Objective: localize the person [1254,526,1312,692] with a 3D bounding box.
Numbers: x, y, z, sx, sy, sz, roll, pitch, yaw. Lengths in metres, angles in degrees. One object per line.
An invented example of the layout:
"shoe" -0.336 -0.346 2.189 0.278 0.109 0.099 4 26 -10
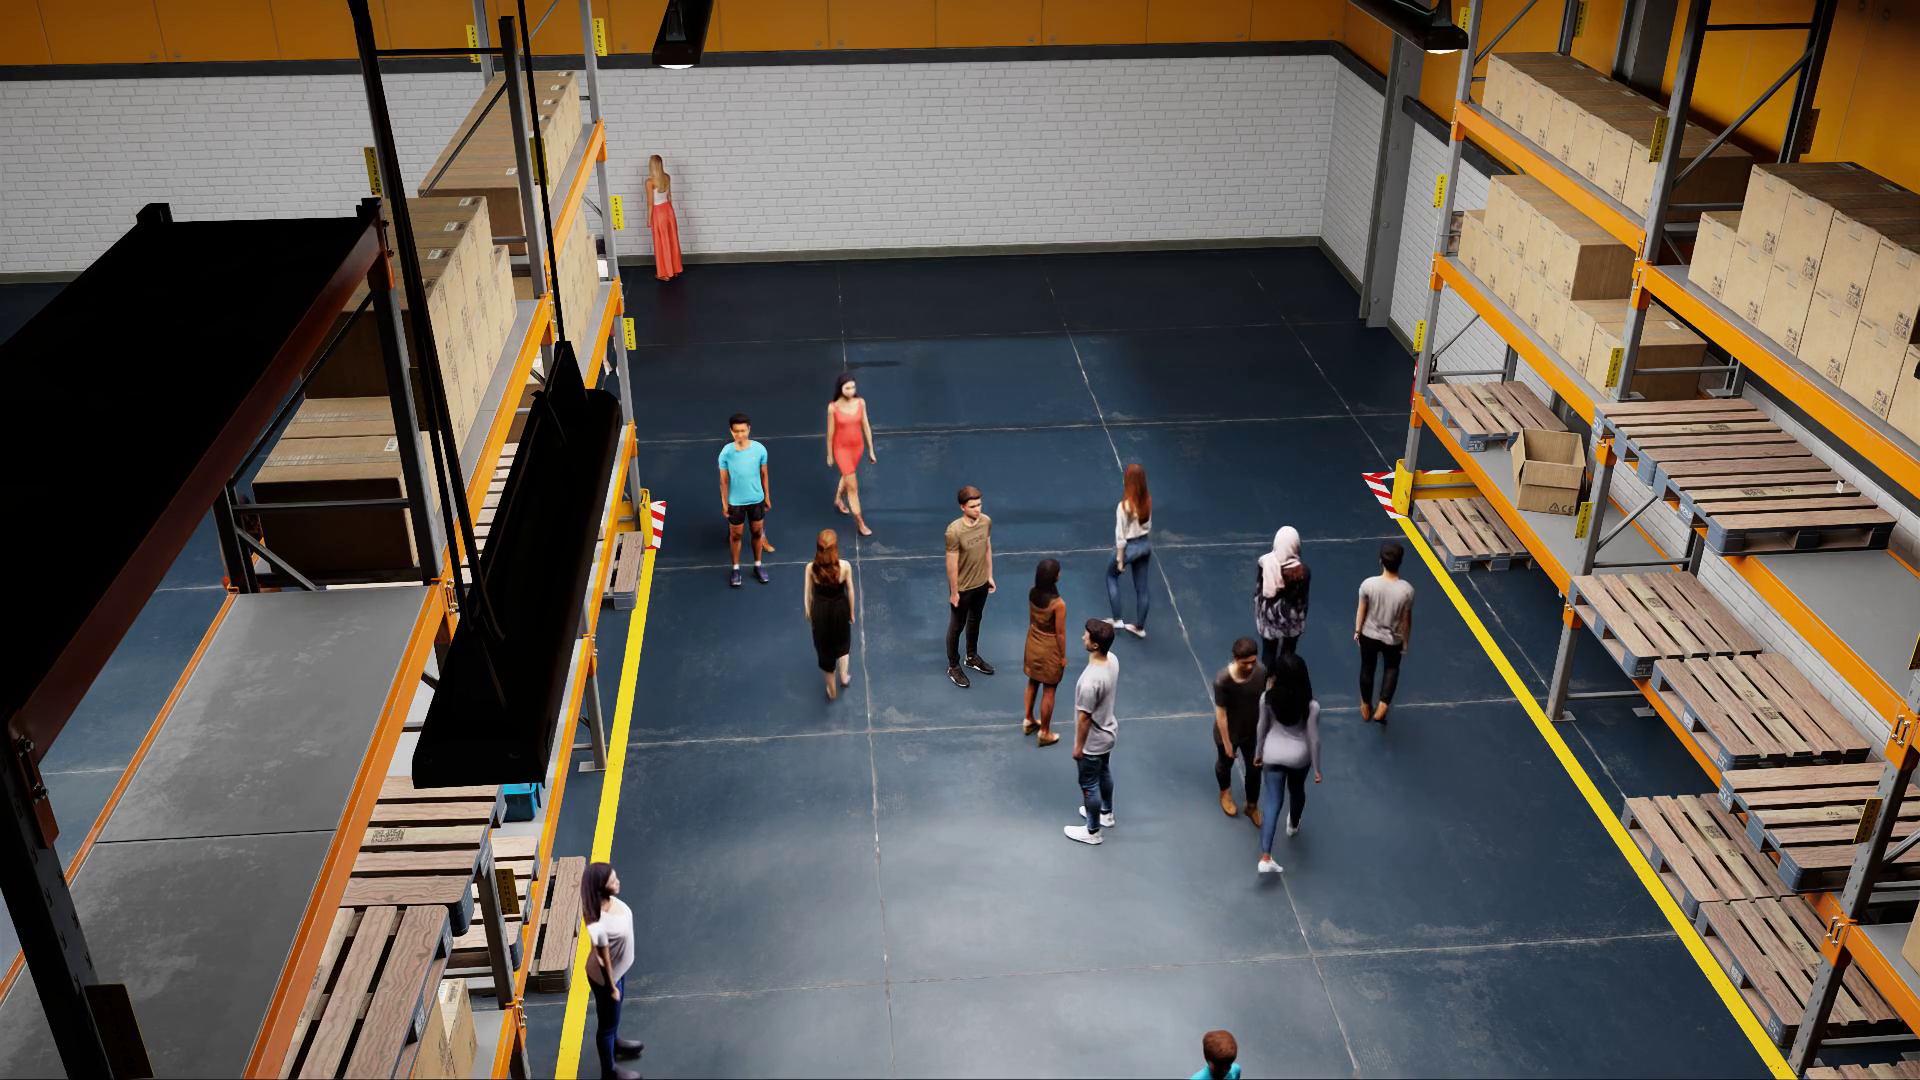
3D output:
"person" 2.712 0.663 14.194 0.798 1.624 0.863 11 30 19

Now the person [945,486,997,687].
"person" 0.074 0.368 14.498 0.749 1.851 0.780 -24 37 -37

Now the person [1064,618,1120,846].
"person" 1.025 1.434 12.506 0.808 1.887 0.677 11 30 19

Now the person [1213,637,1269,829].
"person" 2.109 1.384 12.806 0.702 1.687 0.799 -8 30 -14

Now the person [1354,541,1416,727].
"person" 3.488 0.831 13.807 0.781 1.700 0.889 10 30 18

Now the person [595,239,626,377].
"person" -4.356 -2.875 20.549 0.667 1.750 0.650 10 30 18

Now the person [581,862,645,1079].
"person" -2.208 2.700 10.401 0.648 1.681 0.461 -3 29 -6

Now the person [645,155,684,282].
"person" -4.230 -4.586 23.632 0.793 1.801 0.730 21 35 33

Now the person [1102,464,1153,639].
"person" 1.627 0.130 15.074 0.720 1.716 0.771 -16 33 -27

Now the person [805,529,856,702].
"person" -1.105 0.681 14.171 0.599 1.615 0.658 -6 29 -11

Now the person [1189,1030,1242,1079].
"person" 1.419 3.343 9.463 0.585 1.449 0.581 -14 32 -25

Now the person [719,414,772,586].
"person" -2.064 -0.396 15.979 0.655 1.773 0.565 -8 30 -14

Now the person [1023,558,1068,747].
"person" 0.701 0.911 13.677 0.701 1.683 0.606 -21 35 -33

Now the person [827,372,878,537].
"person" -1.177 -0.929 17.071 0.944 1.664 1.215 -17 33 -28

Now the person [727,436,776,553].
"person" -2.197 -0.469 16.682 0.886 1.229 0.788 25 37 38

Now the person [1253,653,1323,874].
"person" 2.369 1.681 12.254 1.024 1.696 1.264 13 31 23

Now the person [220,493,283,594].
"person" -6.195 0.364 14.642 0.771 1.720 0.730 -13 31 -23
